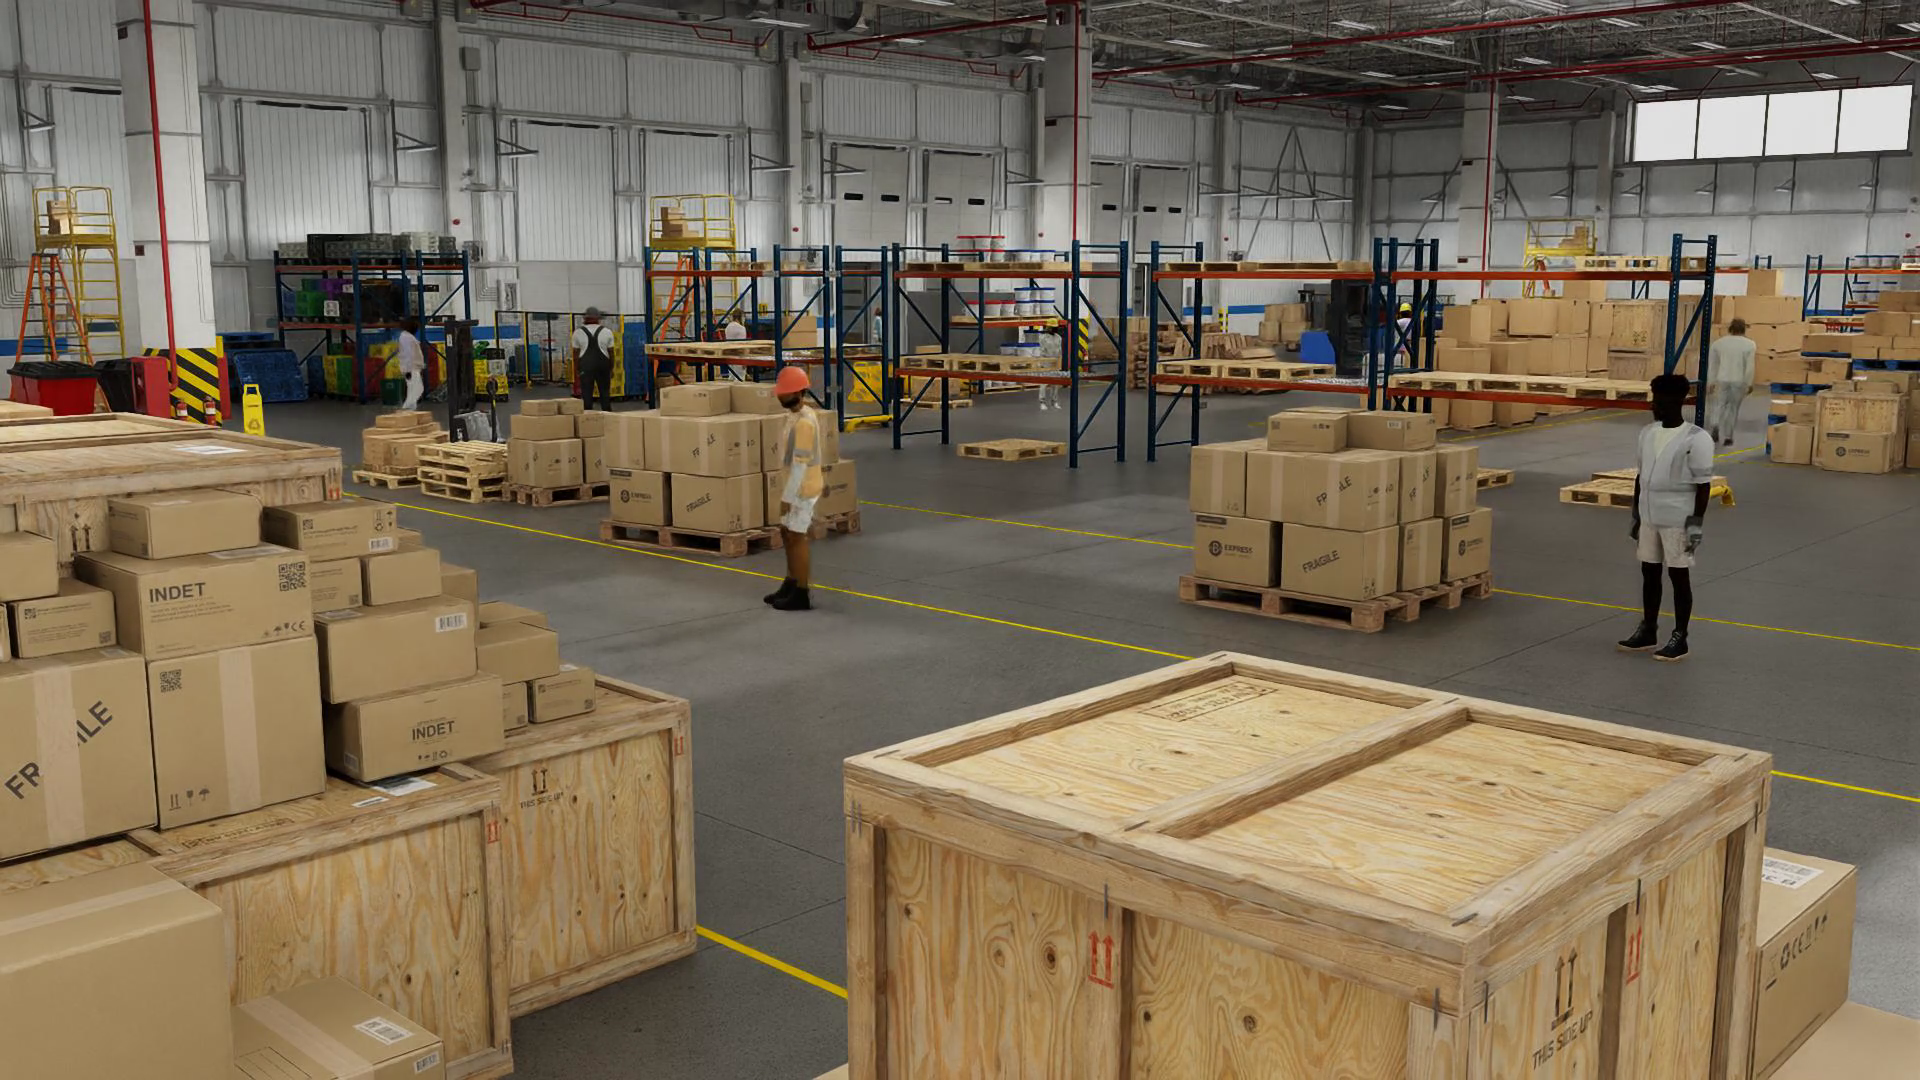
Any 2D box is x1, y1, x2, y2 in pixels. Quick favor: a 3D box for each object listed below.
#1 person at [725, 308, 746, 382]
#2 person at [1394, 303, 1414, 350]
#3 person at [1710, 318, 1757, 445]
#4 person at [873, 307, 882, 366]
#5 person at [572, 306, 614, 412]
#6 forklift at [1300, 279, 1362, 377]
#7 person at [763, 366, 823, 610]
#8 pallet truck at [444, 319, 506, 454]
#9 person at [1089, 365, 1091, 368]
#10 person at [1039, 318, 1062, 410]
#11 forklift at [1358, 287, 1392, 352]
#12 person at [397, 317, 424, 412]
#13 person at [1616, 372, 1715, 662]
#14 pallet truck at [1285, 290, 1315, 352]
[{"bbox_3d":[-4.166,-3.355,31.034,0.366,1.932,0.629,-6,11,-34],"label":"person"},{"bbox_3d":[9.514,-4.101,35.604,0.594,1.924,0.383,-4,10,-25],"label":"person"},{"bbox_3d":[11.640,-2.377,25.052,0.624,1.921,0.437,8,12,39],"label":"person"},{"bbox_3d":[-2.165,-5.395,44.448,0.324,1.631,0.522,0,9,-2],"label":"person"},{"bbox_3d":[-6.143,-2.904,27.916,0.681,2.000,0.536,-2,9,-11],"label":"person"},{"bbox_3d":[9.457,-5.468,41.070,1.873,2.768,1.129,9,13,43],"label":"forklift"},{"bbox_3d":[-1.291,-0.394,12.911,0.443,1.921,0.576,-2,9,-12],"label":"person"},{"bbox_3d":[-6.981,-1.942,22.150,1.885,1.965,0.823,1,9,9],"label":"pallet truck"},{"bbox_3d":[2.909,-5.155,42.151,0.887,1.909,0.541,3,10,17],"label":"person"},{"bbox_3d":[1.731,-3.329,31.463,0.490,1.735,0.322,-5,11,-30],"label":"person"},{"bbox_3d":[11.366,-6.501,47.401,1.873,2.768,1.129,3,10,17],"label":"forklift"},{"bbox_3d":[-9.475,-2.938,28.771,0.444,1.827,0.646,-2,9,-10],"label":"person"},{"bbox_3d":[4.808,-0.160,11.320,0.364,1.962,0.611,-4,10,-22],"label":"person"},{"bbox_3d":[11.297,-6.951,52.861,1.885,1.965,0.823,-5,11,-29],"label":"pallet truck"}]
